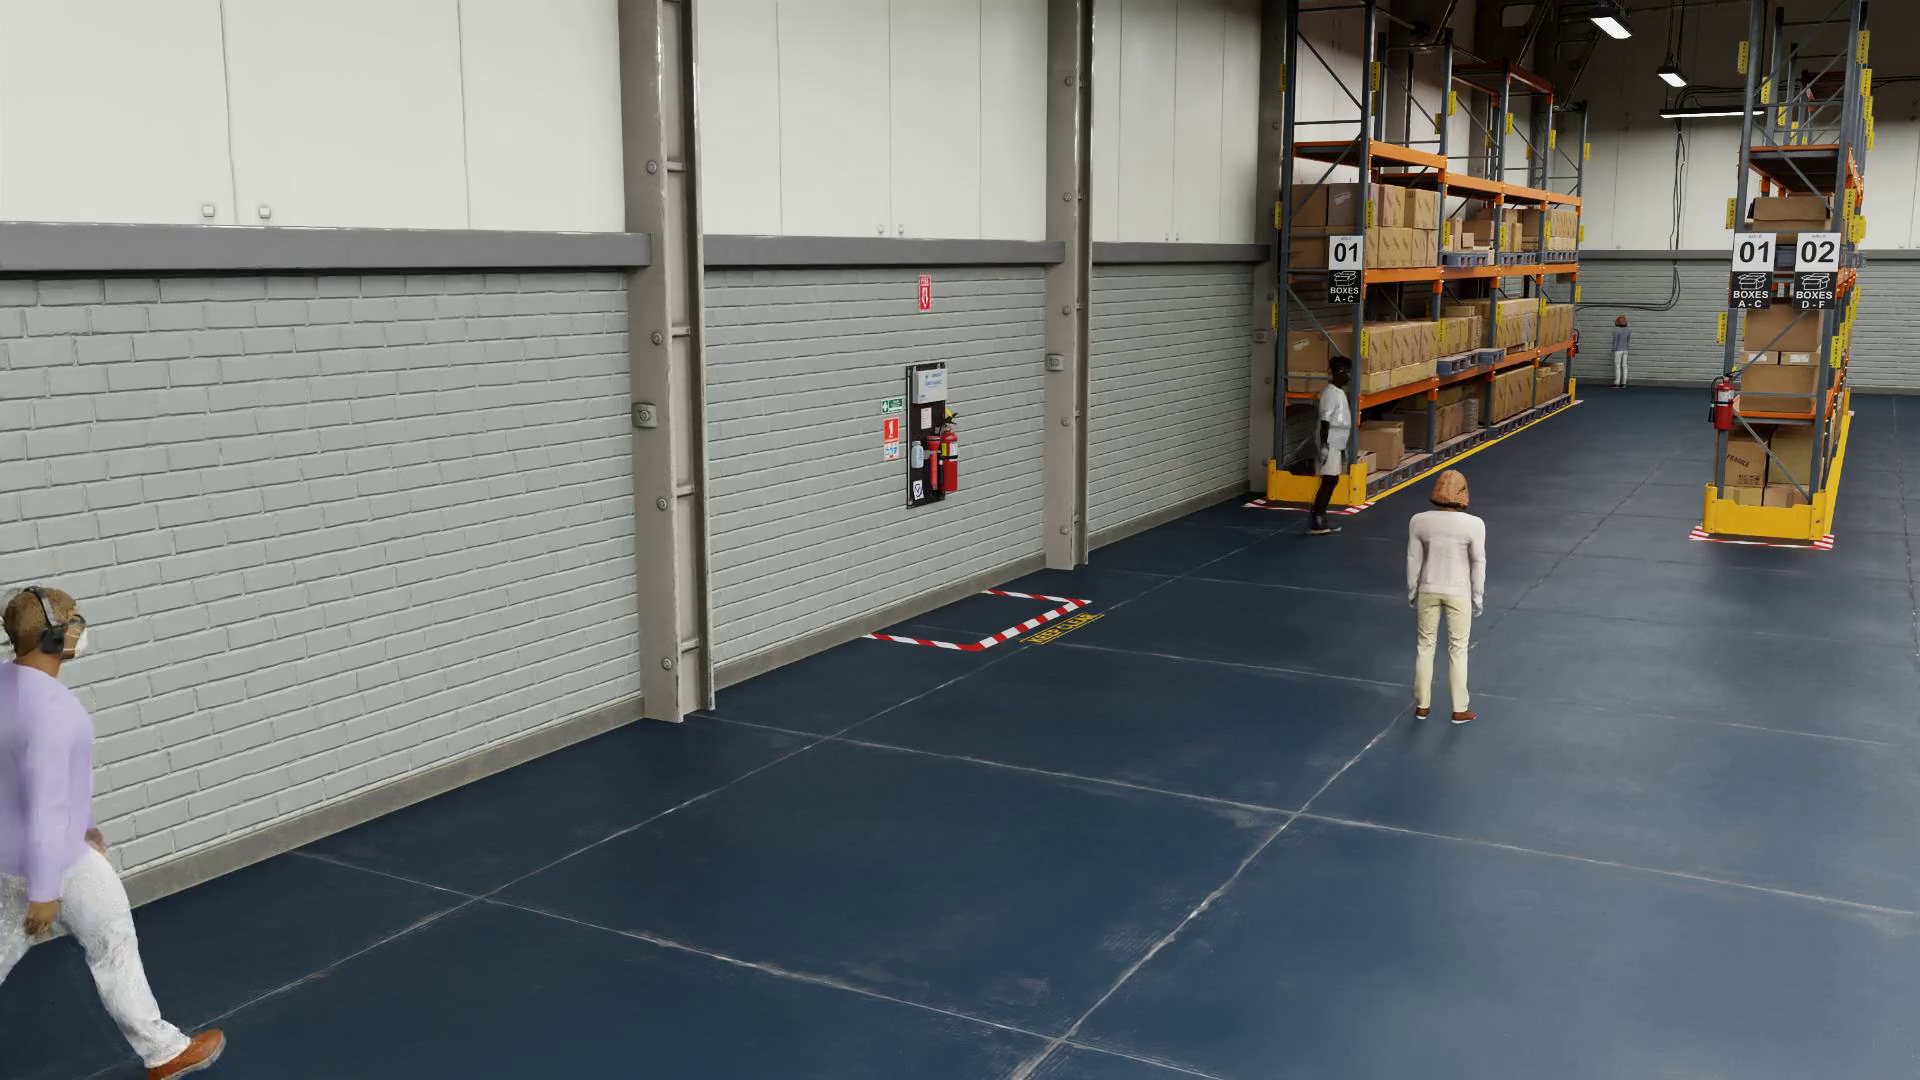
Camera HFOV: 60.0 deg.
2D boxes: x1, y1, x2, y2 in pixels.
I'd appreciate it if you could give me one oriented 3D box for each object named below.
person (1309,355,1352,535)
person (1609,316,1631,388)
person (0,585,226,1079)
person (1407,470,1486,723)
[{"bbox_3d":[4.025,-1.023,17.983,0.373,1.935,0.711,4,11,24],"label":"person"},{"bbox_3d":[15.050,-4.287,37.924,0.499,1.634,0.279,-4,11,-23],"label":"person"},{"bbox_3d":[-3.184,1.094,5.722,0.624,1.895,1.066,8,13,39],"label":"person"},{"bbox_3d":[3.123,0.362,10.708,0.498,1.634,0.284,6,11,32],"label":"person"}]
